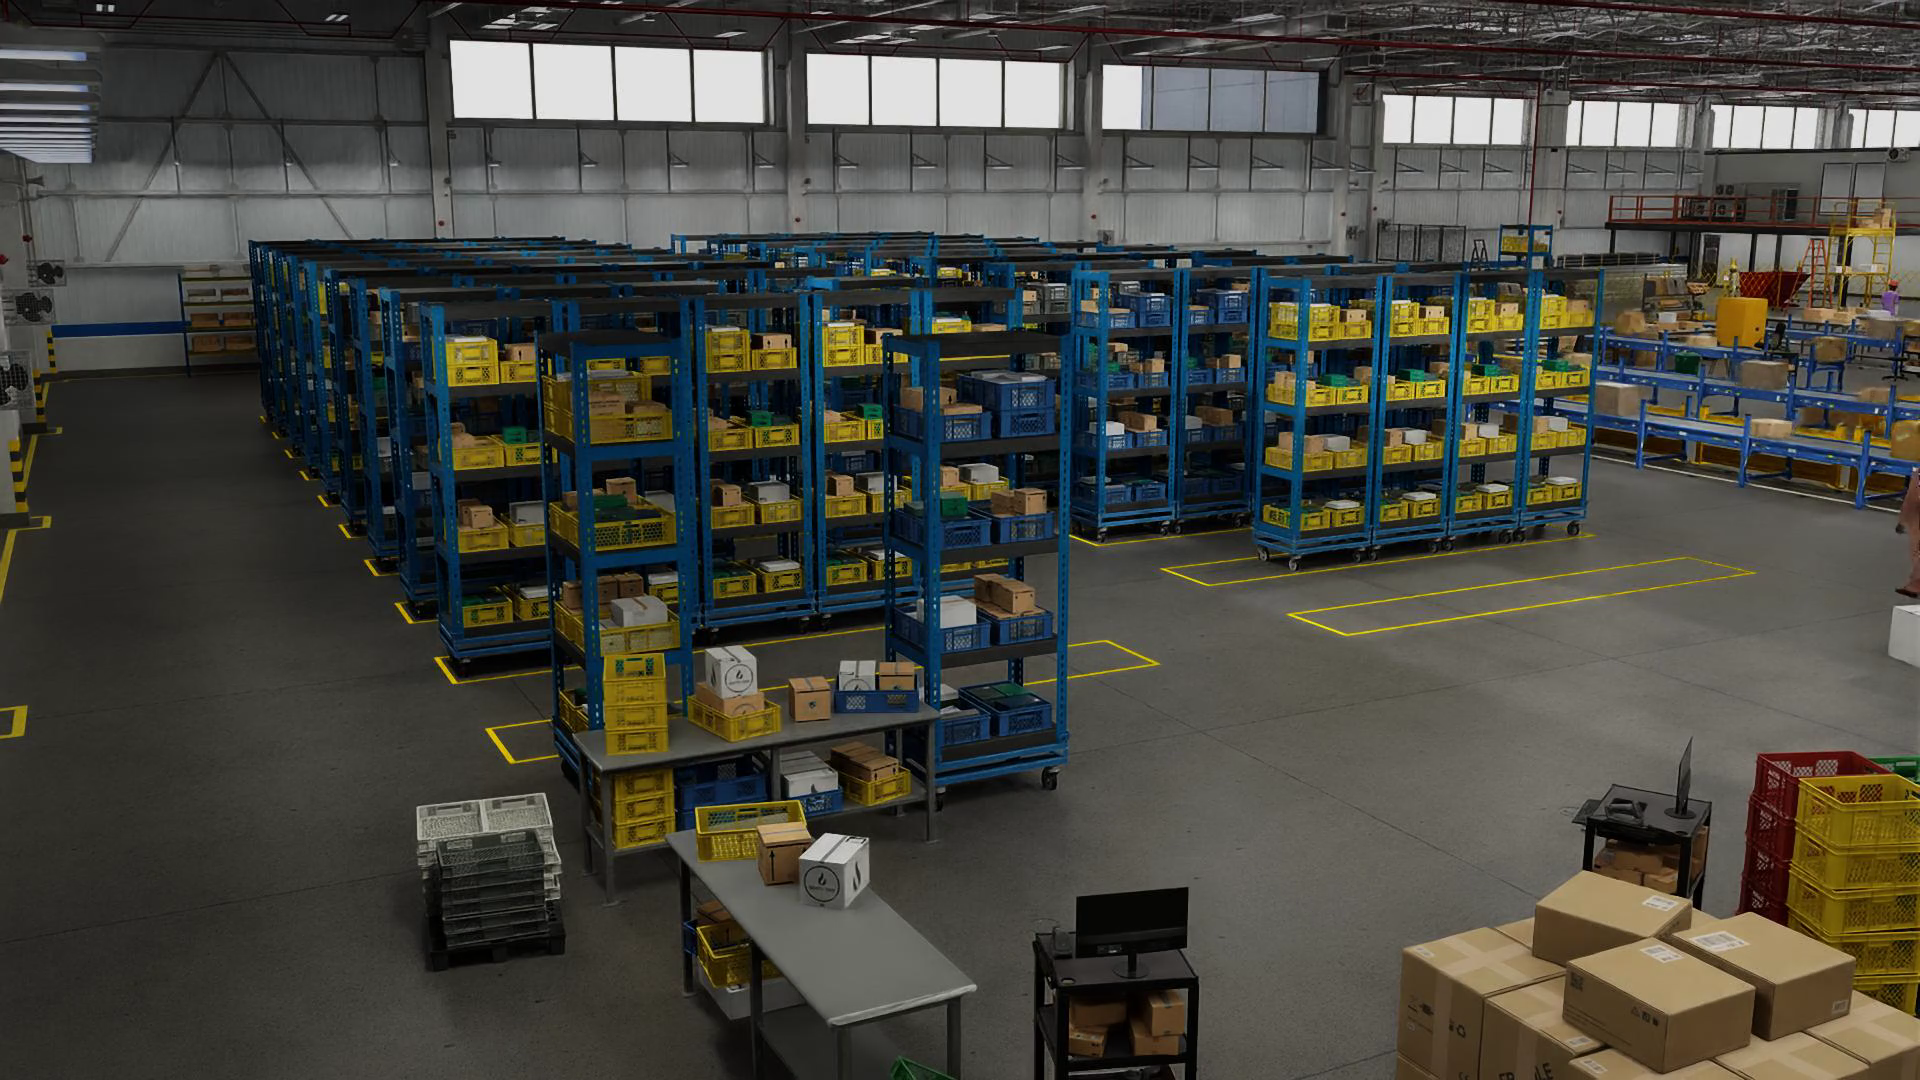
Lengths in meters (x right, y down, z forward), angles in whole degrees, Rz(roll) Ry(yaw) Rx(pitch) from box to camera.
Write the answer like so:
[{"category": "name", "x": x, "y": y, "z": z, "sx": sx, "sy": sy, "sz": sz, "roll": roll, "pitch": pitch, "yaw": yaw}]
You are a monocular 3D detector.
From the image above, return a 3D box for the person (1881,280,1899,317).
[{"category": "person", "x": 27.361, "y": -6.669, "z": 48.932, "sx": 0.361, "sy": 1.935, "sz": 0.544, "roll": -6, "pitch": 13, "yaw": -25}]

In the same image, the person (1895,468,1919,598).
[{"category": "person", "x": 10.997, "y": -0.204, "z": 18.813, "sx": 0.640, "sy": 1.881, "sz": 0.860, "roll": -3, "pitch": 12, "yaw": -15}]

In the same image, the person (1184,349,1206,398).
[{"category": "person", "x": 4.752, "y": -3.433, "z": 34.099, "sx": 0.596, "sy": 1.805, "sz": 0.910, "roll": -3, "pitch": 13, "yaw": -15}]

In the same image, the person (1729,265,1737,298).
[{"category": "person", "x": 28.910, "y": -9.434, "z": 62.316, "sx": 0.295, "sy": 1.744, "sz": 0.484, "roll": 4, "pitch": 13, "yaw": 20}]
